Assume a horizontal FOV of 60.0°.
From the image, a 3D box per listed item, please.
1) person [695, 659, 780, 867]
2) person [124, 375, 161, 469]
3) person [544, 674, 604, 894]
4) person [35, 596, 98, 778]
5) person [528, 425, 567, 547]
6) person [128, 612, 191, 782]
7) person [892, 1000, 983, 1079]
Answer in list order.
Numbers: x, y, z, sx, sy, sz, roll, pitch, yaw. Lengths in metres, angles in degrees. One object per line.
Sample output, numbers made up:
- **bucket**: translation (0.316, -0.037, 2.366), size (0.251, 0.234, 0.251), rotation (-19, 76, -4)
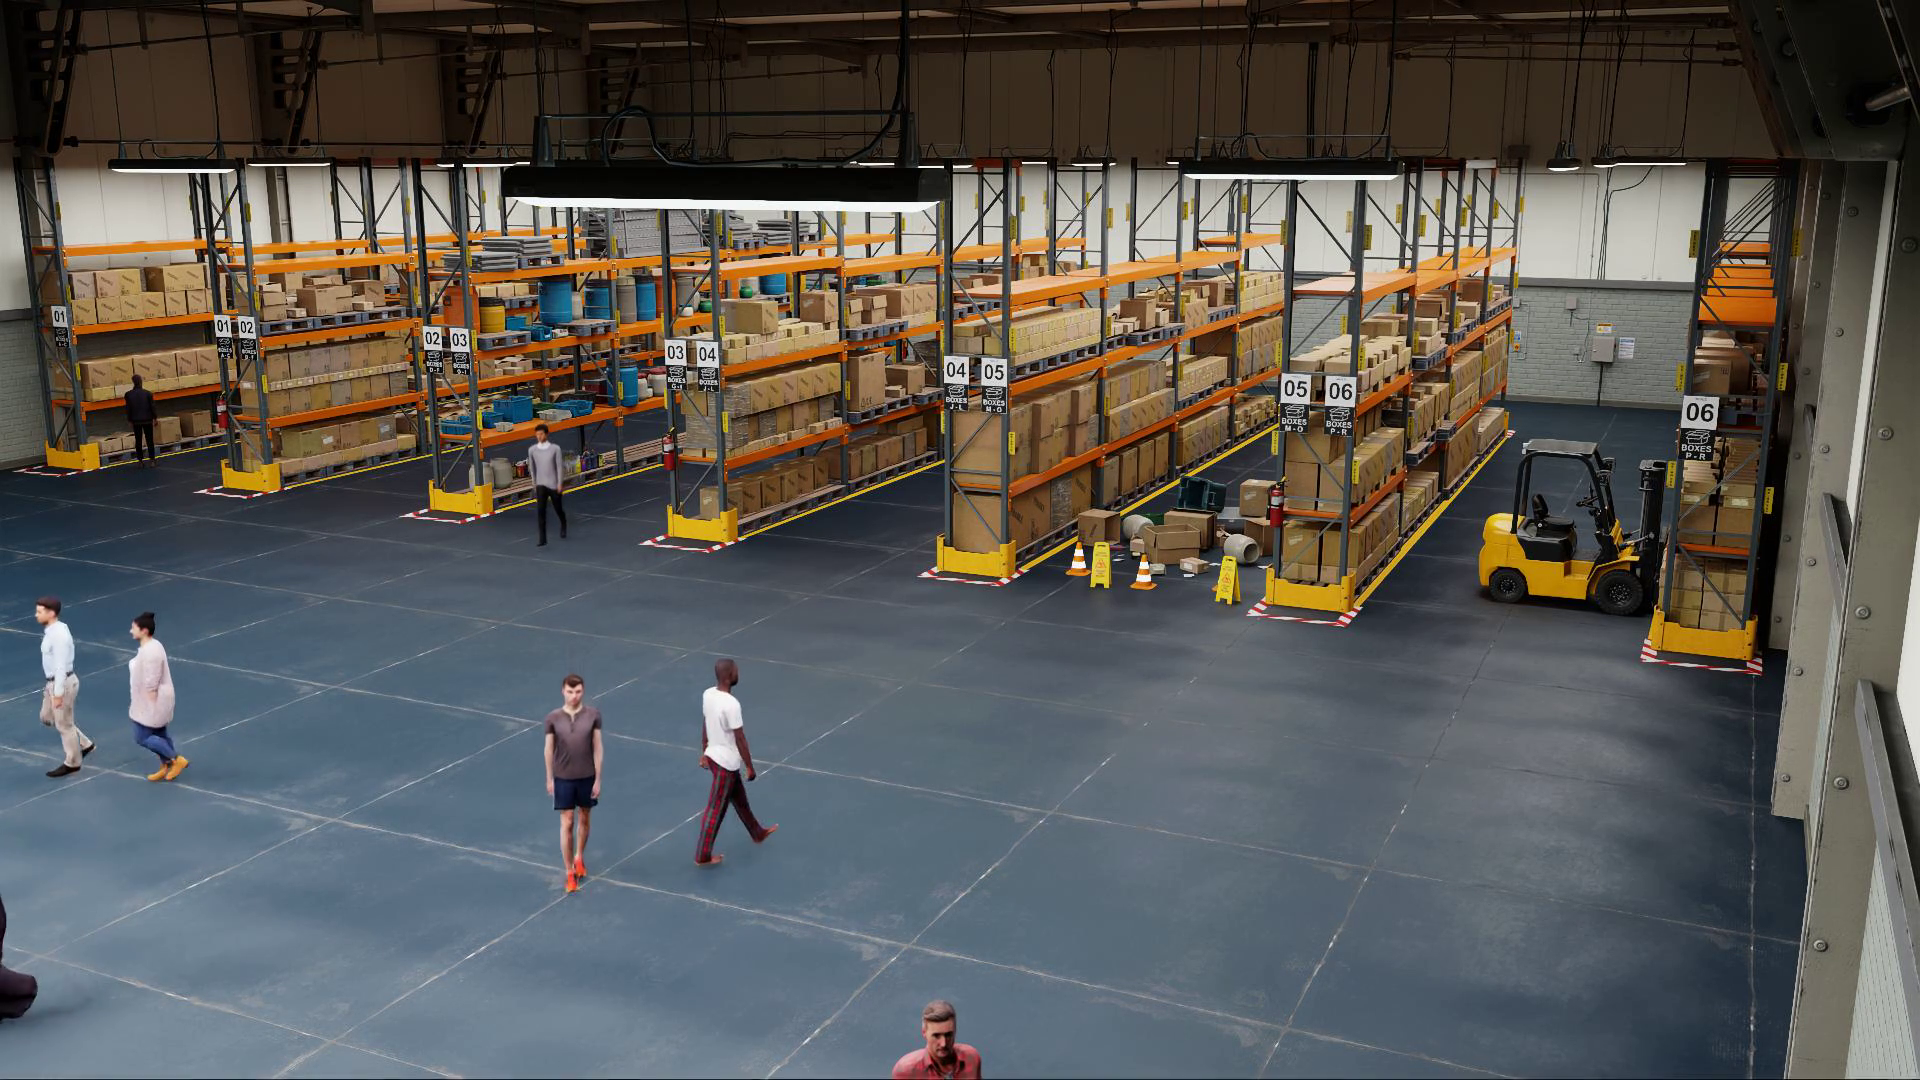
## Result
- **person**: translation (-2.126, 1.952, 14.368), size (1.229, 1.789, 1.060), rotation (-8, 15, -32)
- **person**: translation (-16.152, -2.349, 32.835), size (0.777, 1.838, 0.799), rotation (-3, 13, -12)
- **person**: translation (-3.259, 1.989, 14.120), size (0.931, 1.830, 0.996), rotation (-4, 14, -18)
- **person**: translation (-8.829, 1.441, 16.490), size (0.882, 1.829, 0.832), rotation (-9, 16, -33)
- **person**: translation (-6.499, -0.899, 26.421), size (1.056, 1.907, 1.357), rotation (0, 13, 2)
- **person**: translation (-7.807, 1.538, 16.283), size (0.906, 1.733, 0.847), rotation (-5, 14, -21)
- **person**: translation (-0.110, 3.242, 8.709), size (0.746, 1.829, 0.813), rotation (-5, 14, -21)
